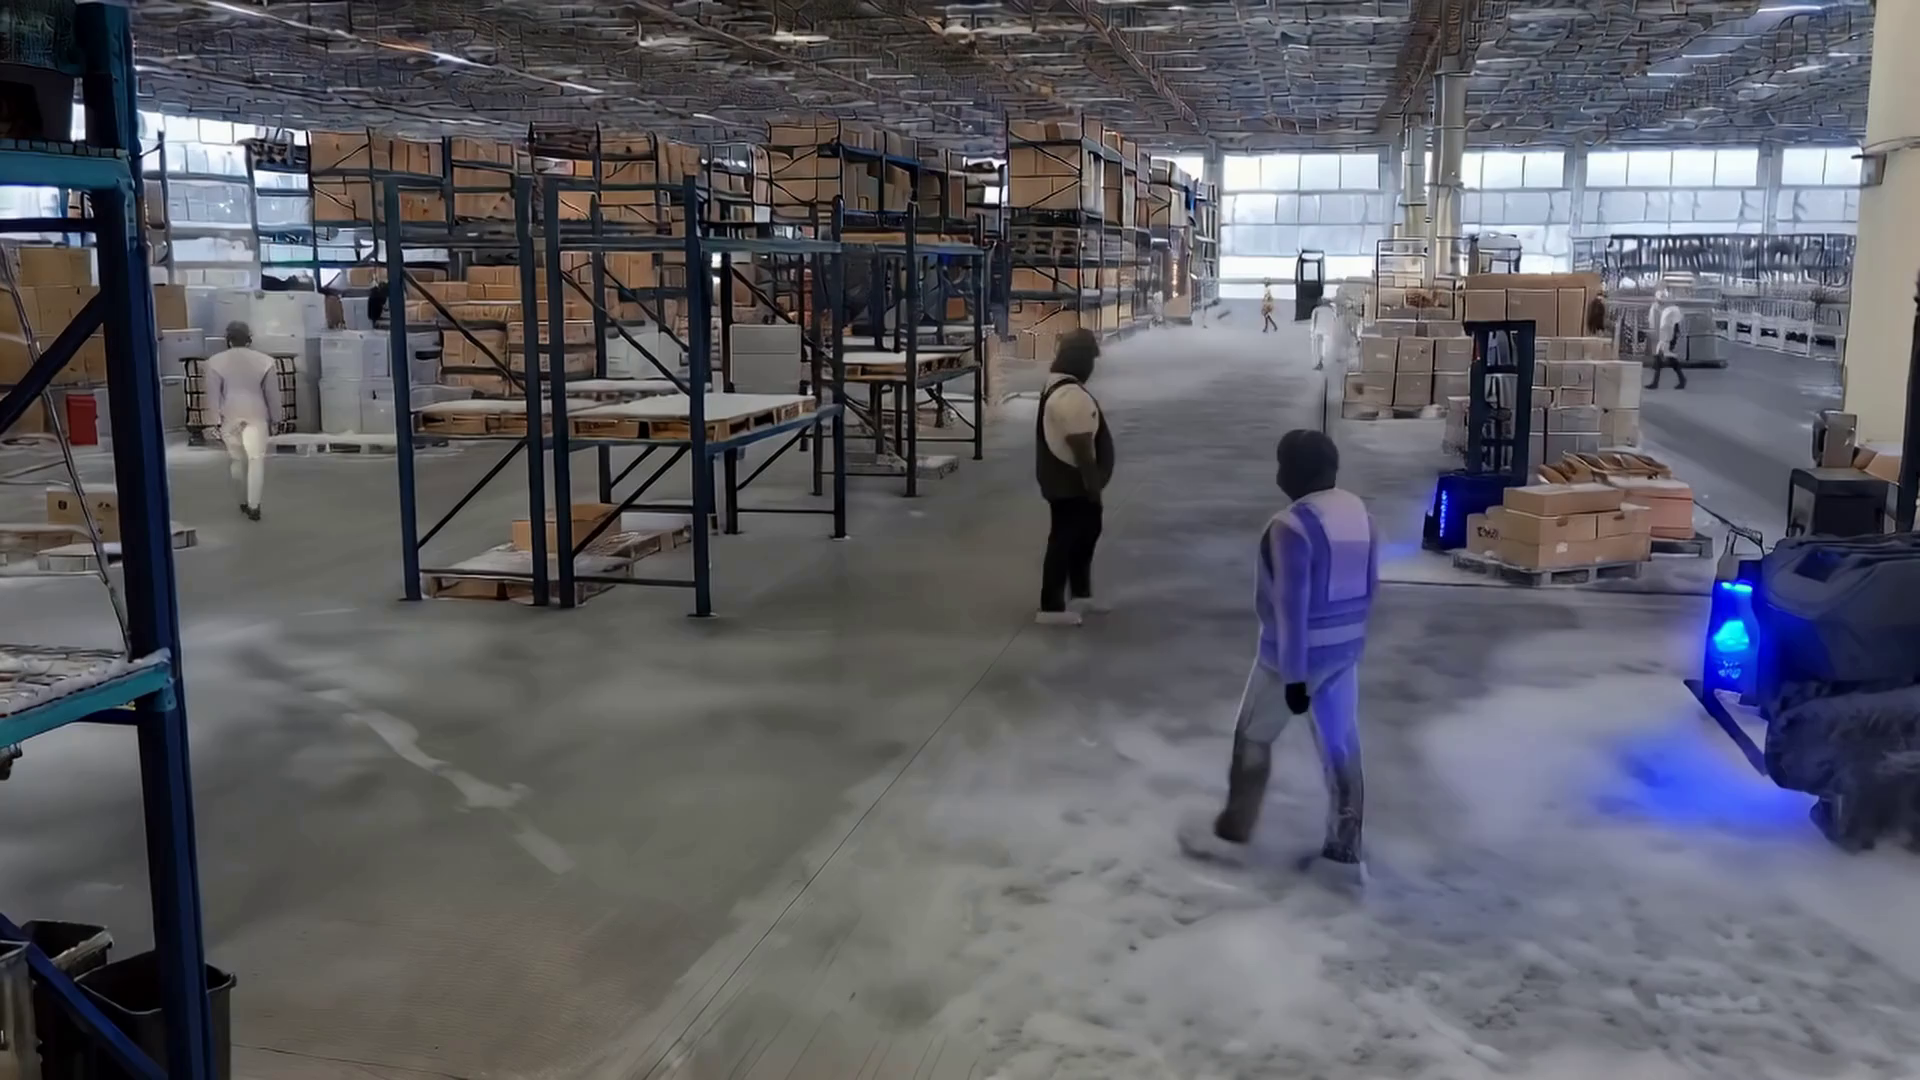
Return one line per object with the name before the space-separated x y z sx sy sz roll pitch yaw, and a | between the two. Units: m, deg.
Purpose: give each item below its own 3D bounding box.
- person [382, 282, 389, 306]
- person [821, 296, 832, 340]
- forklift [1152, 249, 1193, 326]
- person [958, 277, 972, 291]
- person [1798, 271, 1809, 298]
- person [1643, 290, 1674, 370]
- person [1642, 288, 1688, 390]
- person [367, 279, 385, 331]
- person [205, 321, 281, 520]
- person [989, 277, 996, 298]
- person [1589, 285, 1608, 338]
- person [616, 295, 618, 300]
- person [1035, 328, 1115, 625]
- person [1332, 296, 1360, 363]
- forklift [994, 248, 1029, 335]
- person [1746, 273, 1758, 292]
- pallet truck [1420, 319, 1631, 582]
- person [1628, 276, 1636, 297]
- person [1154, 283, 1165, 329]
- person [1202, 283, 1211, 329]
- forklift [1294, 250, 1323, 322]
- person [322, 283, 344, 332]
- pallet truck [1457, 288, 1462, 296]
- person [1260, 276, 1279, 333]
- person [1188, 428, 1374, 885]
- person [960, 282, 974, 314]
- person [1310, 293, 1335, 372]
person | -14.485 -5.575 42.131 0.651 1.903 0.441 -1 10 -7
person | -3.007 -4.756 38.003 0.852 1.650 0.537 7 12 37
forklift | 7.646 -9.320 61.395 1.873 2.768 1.129 2 10 11
person | 0.255 -11.832 79.507 0.626 1.799 0.970 3 10 15
person | 40.532 -12.008 80.068 0.974 1.957 0.612 0 10 1
person | 15.668 -4.666 37.049 0.857 1.786 0.630 4 10 22
person | 13.429 -3.791 31.440 0.809 1.942 0.618 -1 10 -5
person | -14.507 -5.474 41.287 0.451 1.974 0.605 5 11 28
person | -6.845 -1.146 15.932 0.643 1.890 1.044 -4 10 -22
person | 1.756 -13.856 91.402 0.633 1.806 0.669 1 10 6
person | 14.221 -4.771 37.355 0.858 1.911 0.557 4 10 24
person | -8.506 -5.255 41.018 0.522 1.631 0.324 0 10 2
person | 0.827 -0.438 11.285 0.698 2.000 0.724 -2 10 -10
person | 9.337 -5.026 39.767 0.859 1.591 0.520 2 10 14
forklift | 1.794 -8.083 54.069 1.129 2.768 1.873 2 10 12
person | 38.560 -12.135 81.209 0.612 1.820 0.586 3 10 17
pallet truck | 4.543 -0.757 13.299 0.823 1.965 1.885 -4 10 -22
person | 28.752 -10.427 71.259 0.368 1.751 0.550 3 10 15
person | 7.094 -8.286 59.016 0.376 1.619 0.499 5 11 27
person | 8.783 -8.329 59.210 0.278 1.634 0.497 0 10 3
forklift | 13.778 -10.002 65.433 1.129 2.768 1.873 2 10 12
person | -14.580 -4.975 38.492 0.630 1.935 0.376 -6 11 -33
pallet truck | 20.506 -9.785 68.819 0.653 1.274 1.630 2 10 12
person | 10.386 -7.871 55.686 0.550 1.918 0.731 -9 13 -42
person | 1.309 0.451 6.705 0.633 1.811 0.837 -9 13 -41
person | 0.260 -8.744 61.610 0.560 1.646 0.878 -4 10 -21
person | 7.971 -4.572 36.630 0.565 1.739 0.522 6 12 33
